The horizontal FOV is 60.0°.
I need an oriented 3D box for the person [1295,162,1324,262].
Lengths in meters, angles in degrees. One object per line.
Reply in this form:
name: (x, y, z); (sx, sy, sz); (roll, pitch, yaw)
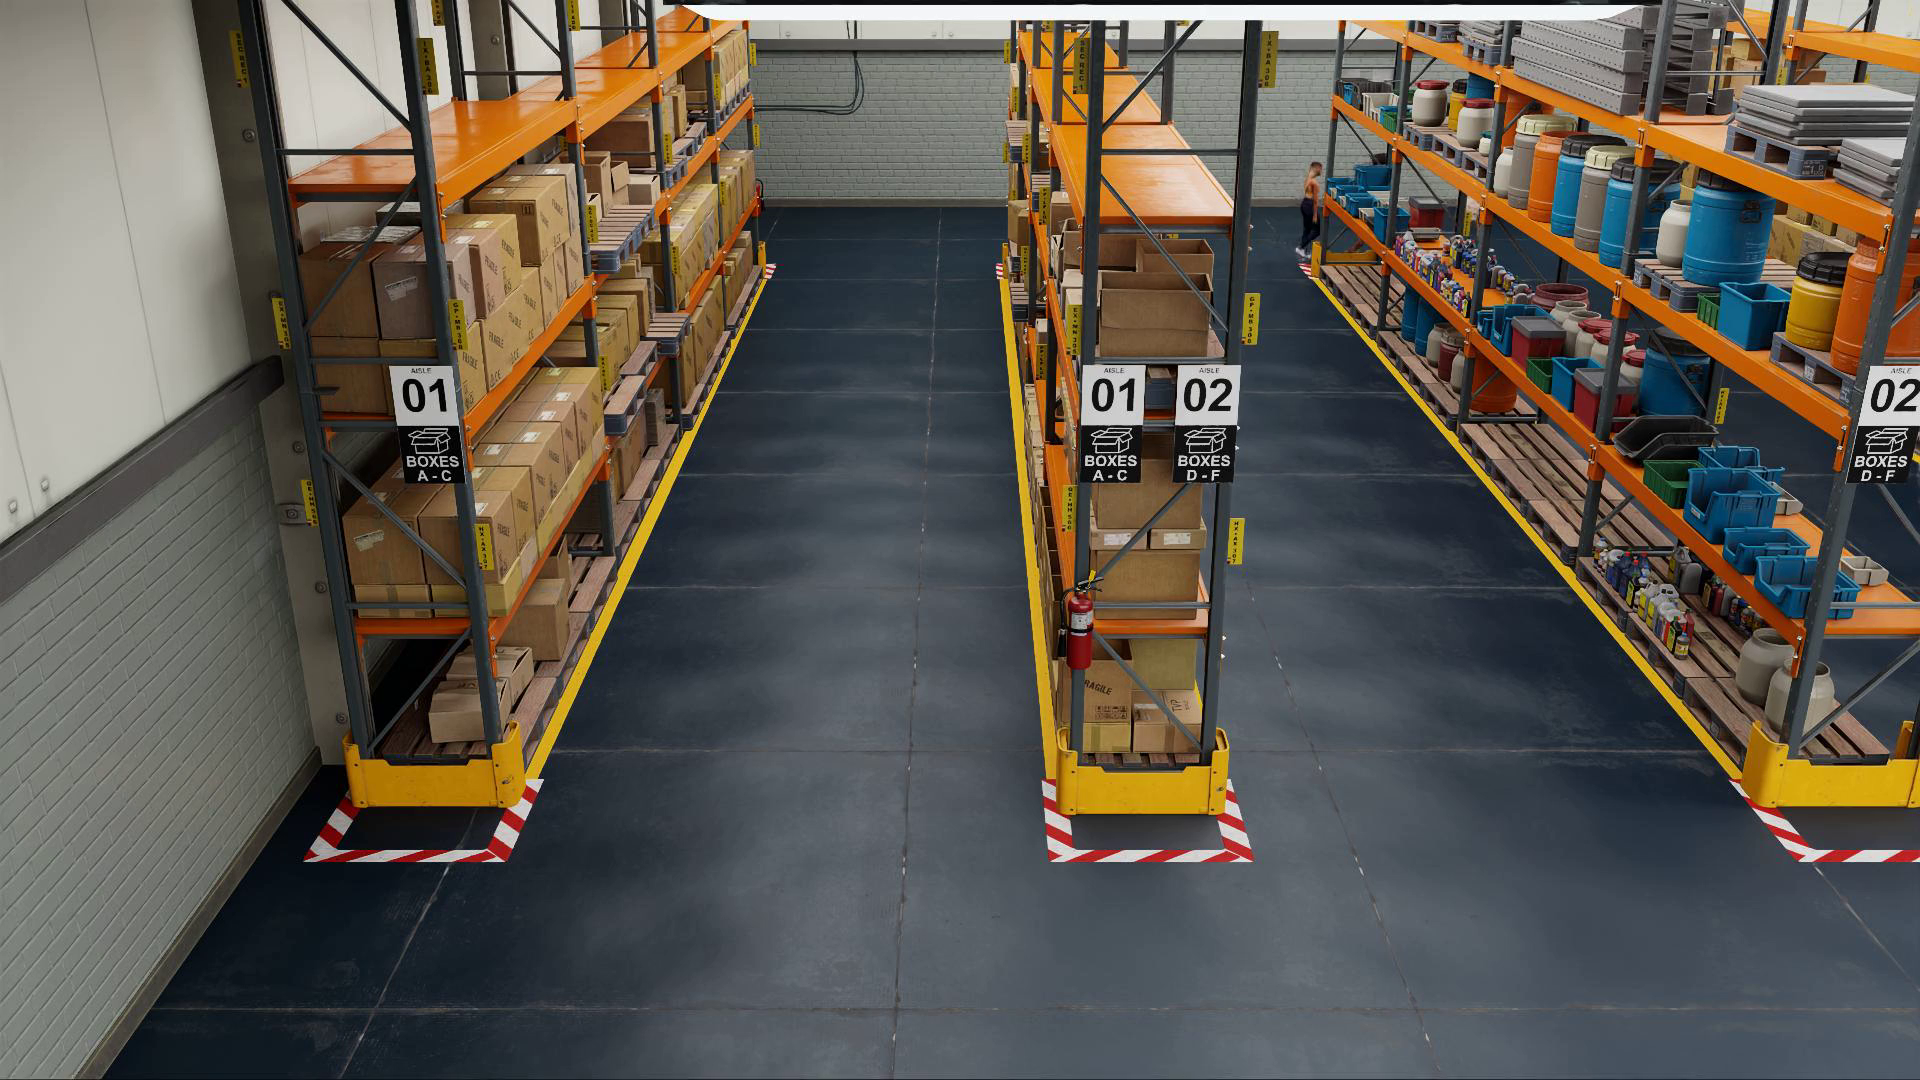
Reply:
person: (5.626, -5.337, 27.104); (0.733, 1.619, 0.655); (-6, 23, -14)

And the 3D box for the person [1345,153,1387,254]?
person: (6.676, -5.330, 26.890); (0.771, 1.767, 1.116); (-4, 23, -9)
